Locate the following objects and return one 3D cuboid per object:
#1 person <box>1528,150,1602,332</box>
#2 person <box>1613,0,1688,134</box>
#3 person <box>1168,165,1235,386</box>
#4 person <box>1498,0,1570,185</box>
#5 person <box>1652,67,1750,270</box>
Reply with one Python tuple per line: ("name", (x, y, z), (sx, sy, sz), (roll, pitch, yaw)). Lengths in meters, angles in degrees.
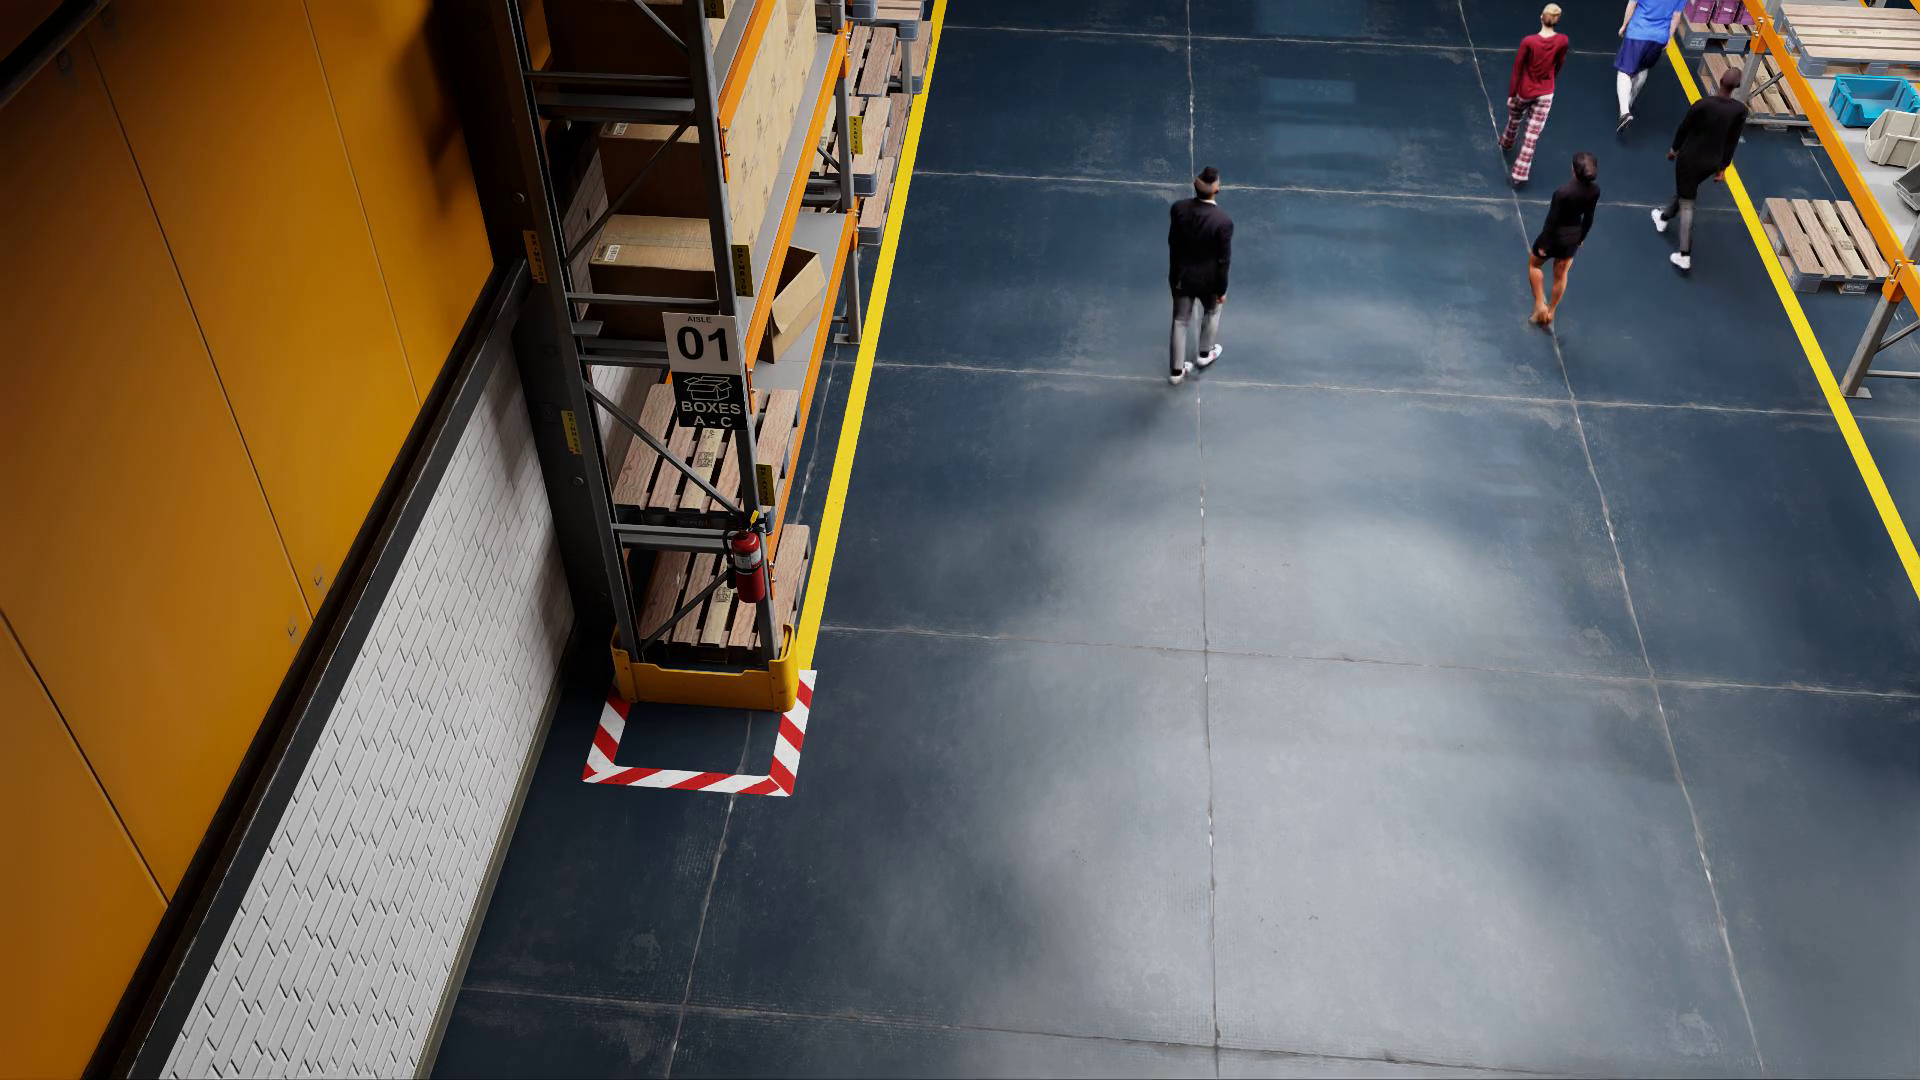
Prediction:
("person", (4.912, -2.370, 13.510), (0.660, 1.631, 0.676), (-8, 44, -9))
("person", (6.572, -4.788, 15.919), (0.695, 1.809, 1.115), (6, 44, 6))
("person", (1.790, -2.021, 12.921), (0.938, 1.937, 1.010), (24, 49, 23))
("person", (5.289, -4.070, 15.281), (0.664, 1.649, 1.092), (6, 44, 6))
("person", (6.352, -3.158, 14.280), (0.749, 1.710, 1.201), (-1, 44, -1))
